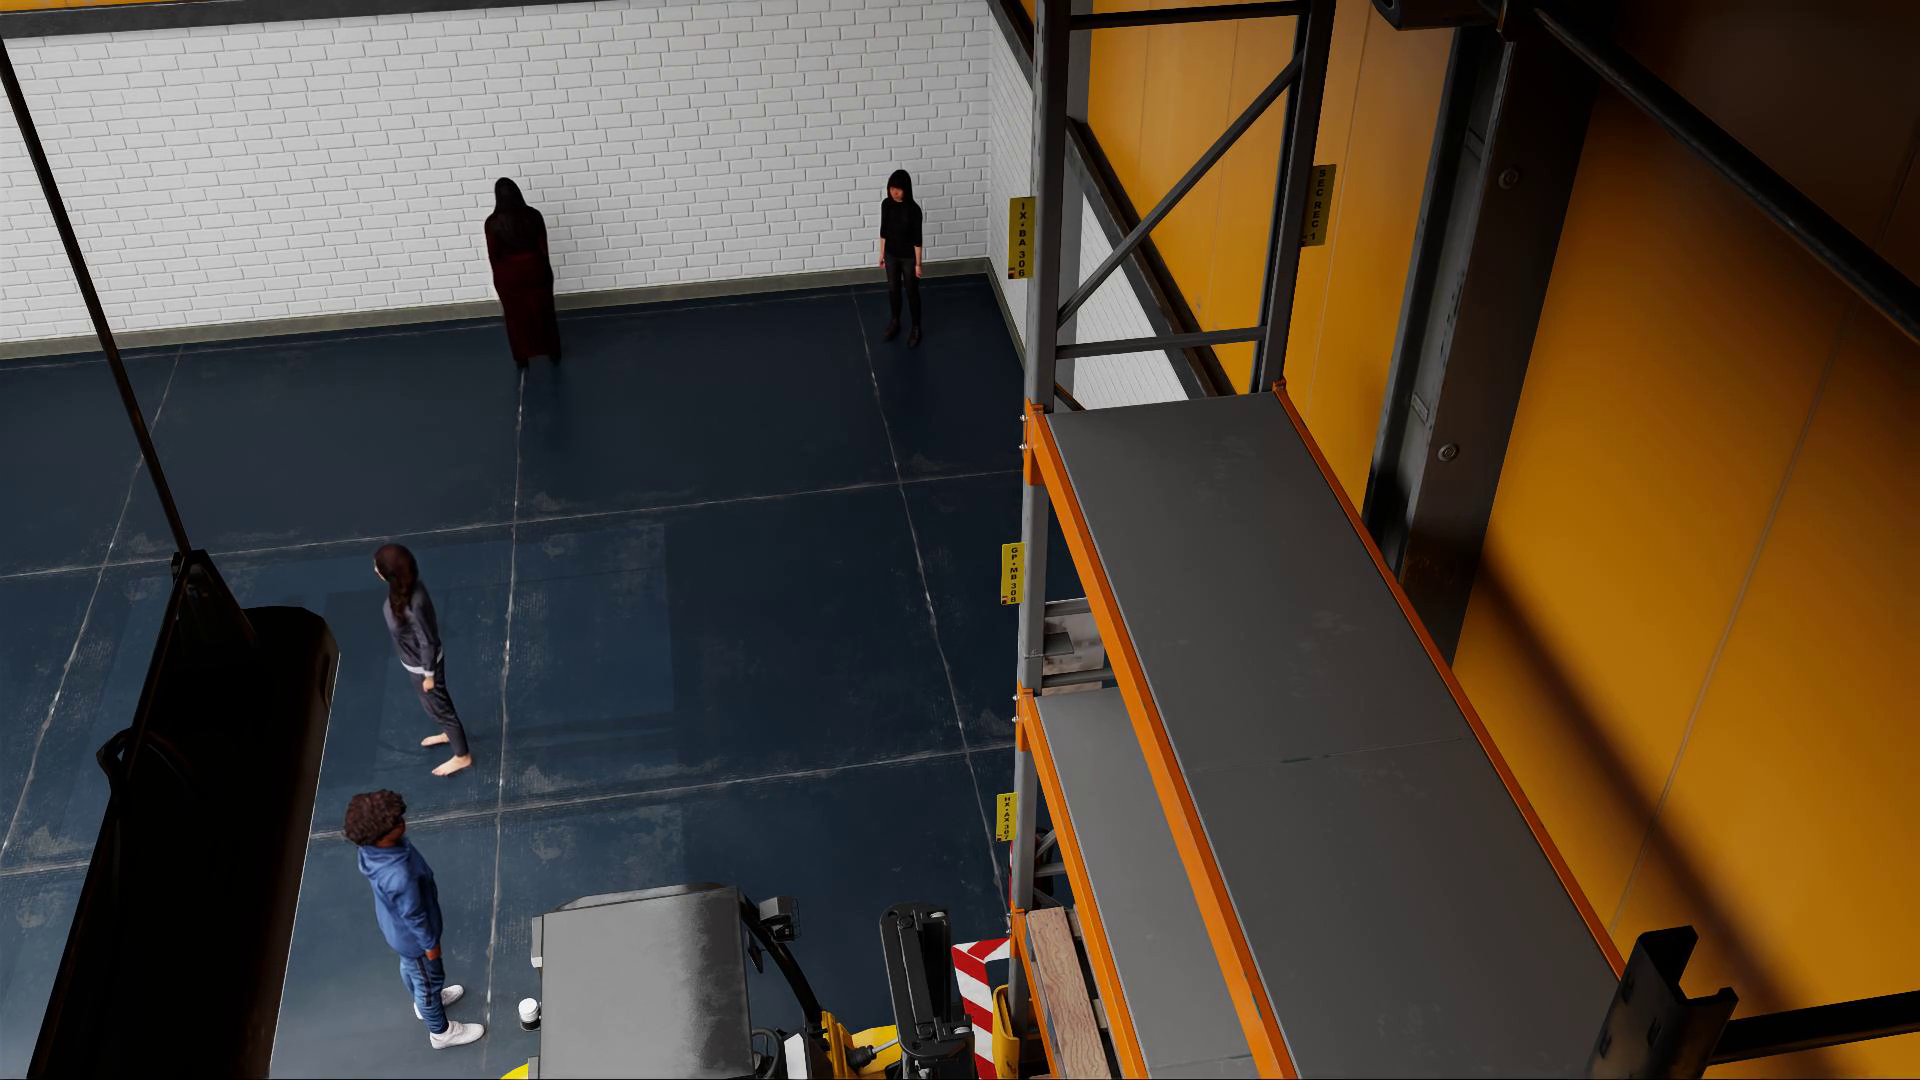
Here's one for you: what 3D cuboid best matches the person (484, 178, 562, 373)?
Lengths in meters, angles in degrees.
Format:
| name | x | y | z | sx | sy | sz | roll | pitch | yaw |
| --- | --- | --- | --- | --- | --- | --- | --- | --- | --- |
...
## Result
| name | x | y | z | sx | sy | sz | roll | pitch | yaw |
| --- | --- | --- | --- | --- | --- | --- | --- | --- | --- |
| person | -3.674 | -2.230 | 14.021 | 0.727 | 1.759 | 0.712 | -16 | 41 | -19 |

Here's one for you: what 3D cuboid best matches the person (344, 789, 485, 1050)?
| name | x | y | z | sx | sy | sz | roll | pitch | yaw |
| --- | --- | --- | --- | --- | --- | --- | --- | --- | --- |
| person | -2.883 | 1.978 | 8.711 | 0.816 | 1.811 | 0.658 | -22 | 44 | -25 |

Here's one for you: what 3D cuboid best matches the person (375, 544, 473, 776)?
| name | x | y | z | sx | sy | sz | roll | pitch | yaw |
| --- | --- | --- | --- | --- | --- | --- | --- | --- | --- |
| person | -3.331 | 0.718 | 10.321 | 0.733 | 1.769 | 0.560 | -18 | 42 | -21 |

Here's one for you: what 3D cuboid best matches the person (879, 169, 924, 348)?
| name | x | y | z | sx | sy | sz | roll | pitch | yaw |
| --- | --- | --- | --- | --- | --- | --- | --- | --- | --- |
| person | -0.495 | -2.471 | 14.418 | 0.641 | 1.641 | 0.677 | 18 | 42 | 21 |
